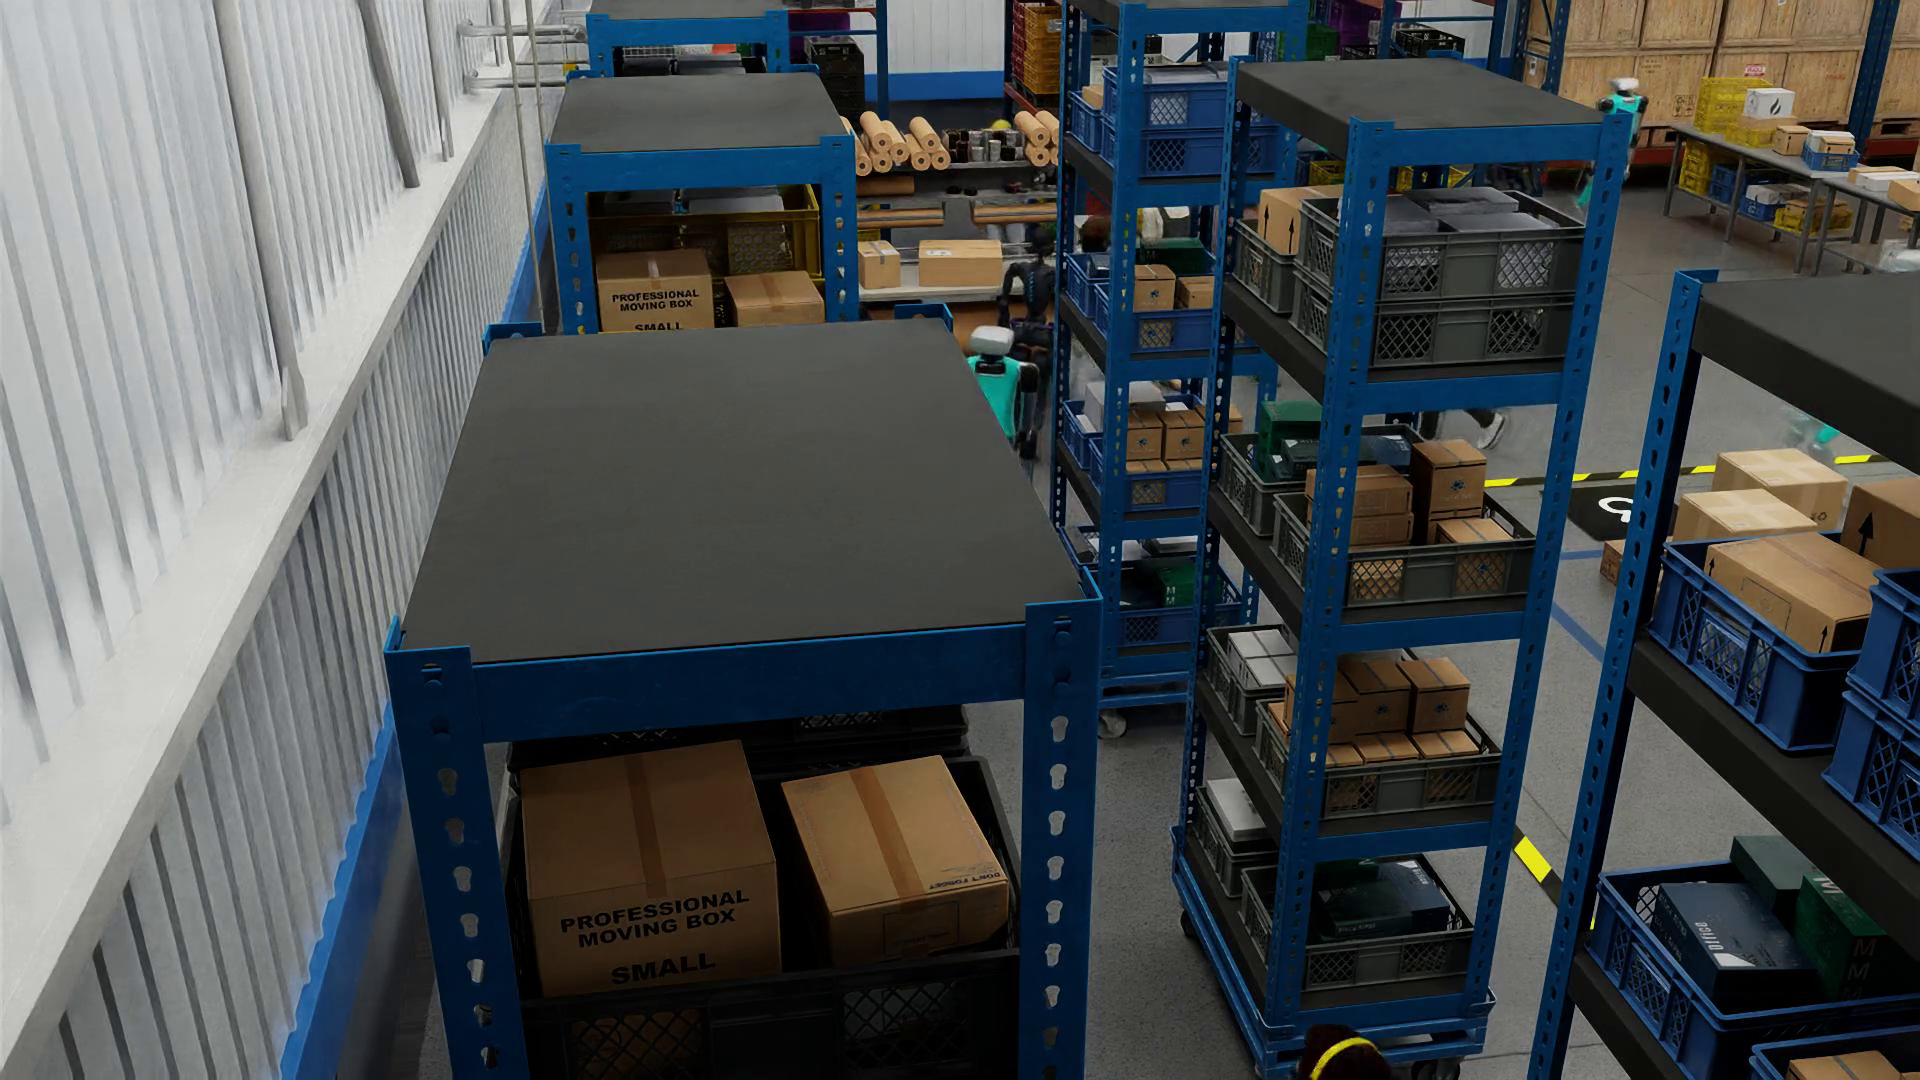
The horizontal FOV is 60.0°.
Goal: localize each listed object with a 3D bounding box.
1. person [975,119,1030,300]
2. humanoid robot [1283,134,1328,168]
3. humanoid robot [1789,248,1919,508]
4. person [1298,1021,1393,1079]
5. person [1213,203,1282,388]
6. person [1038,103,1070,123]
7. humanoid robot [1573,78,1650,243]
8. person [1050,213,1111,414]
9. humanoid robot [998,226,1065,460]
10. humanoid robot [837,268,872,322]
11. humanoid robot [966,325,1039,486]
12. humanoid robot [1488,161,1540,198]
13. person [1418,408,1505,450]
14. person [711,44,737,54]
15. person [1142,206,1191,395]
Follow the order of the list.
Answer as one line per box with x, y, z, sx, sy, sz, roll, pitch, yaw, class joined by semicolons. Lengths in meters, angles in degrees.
0.382;-2.864;14.770;0.505;1.728;0.422;-4;25;-9;person
4.042;-4.838;19.123;1.017;1.778;0.541;-8;26;-17;humanoid robot
5.736;-1.043;10.831;0.813;1.807;0.540;14;28;28;humanoid robot
0.915;1.998;4.070;0.511;1.850;0.492;-8;26;-17;person
2.271;-2.074;13.048;0.627;1.739;0.530;-7;26;-14;person
1.025;-4.501;18.110;0.591;1.919;0.392;4;25;8;person
6.455;-3.758;16.840;0.543;1.879;0.756;-7;26;-15;humanoid robot
0.889;-1.354;11.395;0.461;1.810;0.645;-12;27;-25;person
0.490;-1.364;11.597;0.610;1.642;0.516;11;27;22;humanoid robot
-0.788;-0.973;10.721;0.585;1.644;0.335;-10;27;-21;humanoid robot
0.115;-0.200;9.043;0.531;1.777;1.018;4;25;8;humanoid robot
5.432;-3.567;16.445;0.586;1.645;0.782;-9;26;-19;humanoid robot
3.472;-1.448;11.581;0.632;1.828;0.618;0;25;-1;person
-2.410;-4.239;17.391;0.605;2.045;0.376;7;26;15;person
1.603;-2.010;12.782;0.514;1.842;0.330;-16;29;-32;person
